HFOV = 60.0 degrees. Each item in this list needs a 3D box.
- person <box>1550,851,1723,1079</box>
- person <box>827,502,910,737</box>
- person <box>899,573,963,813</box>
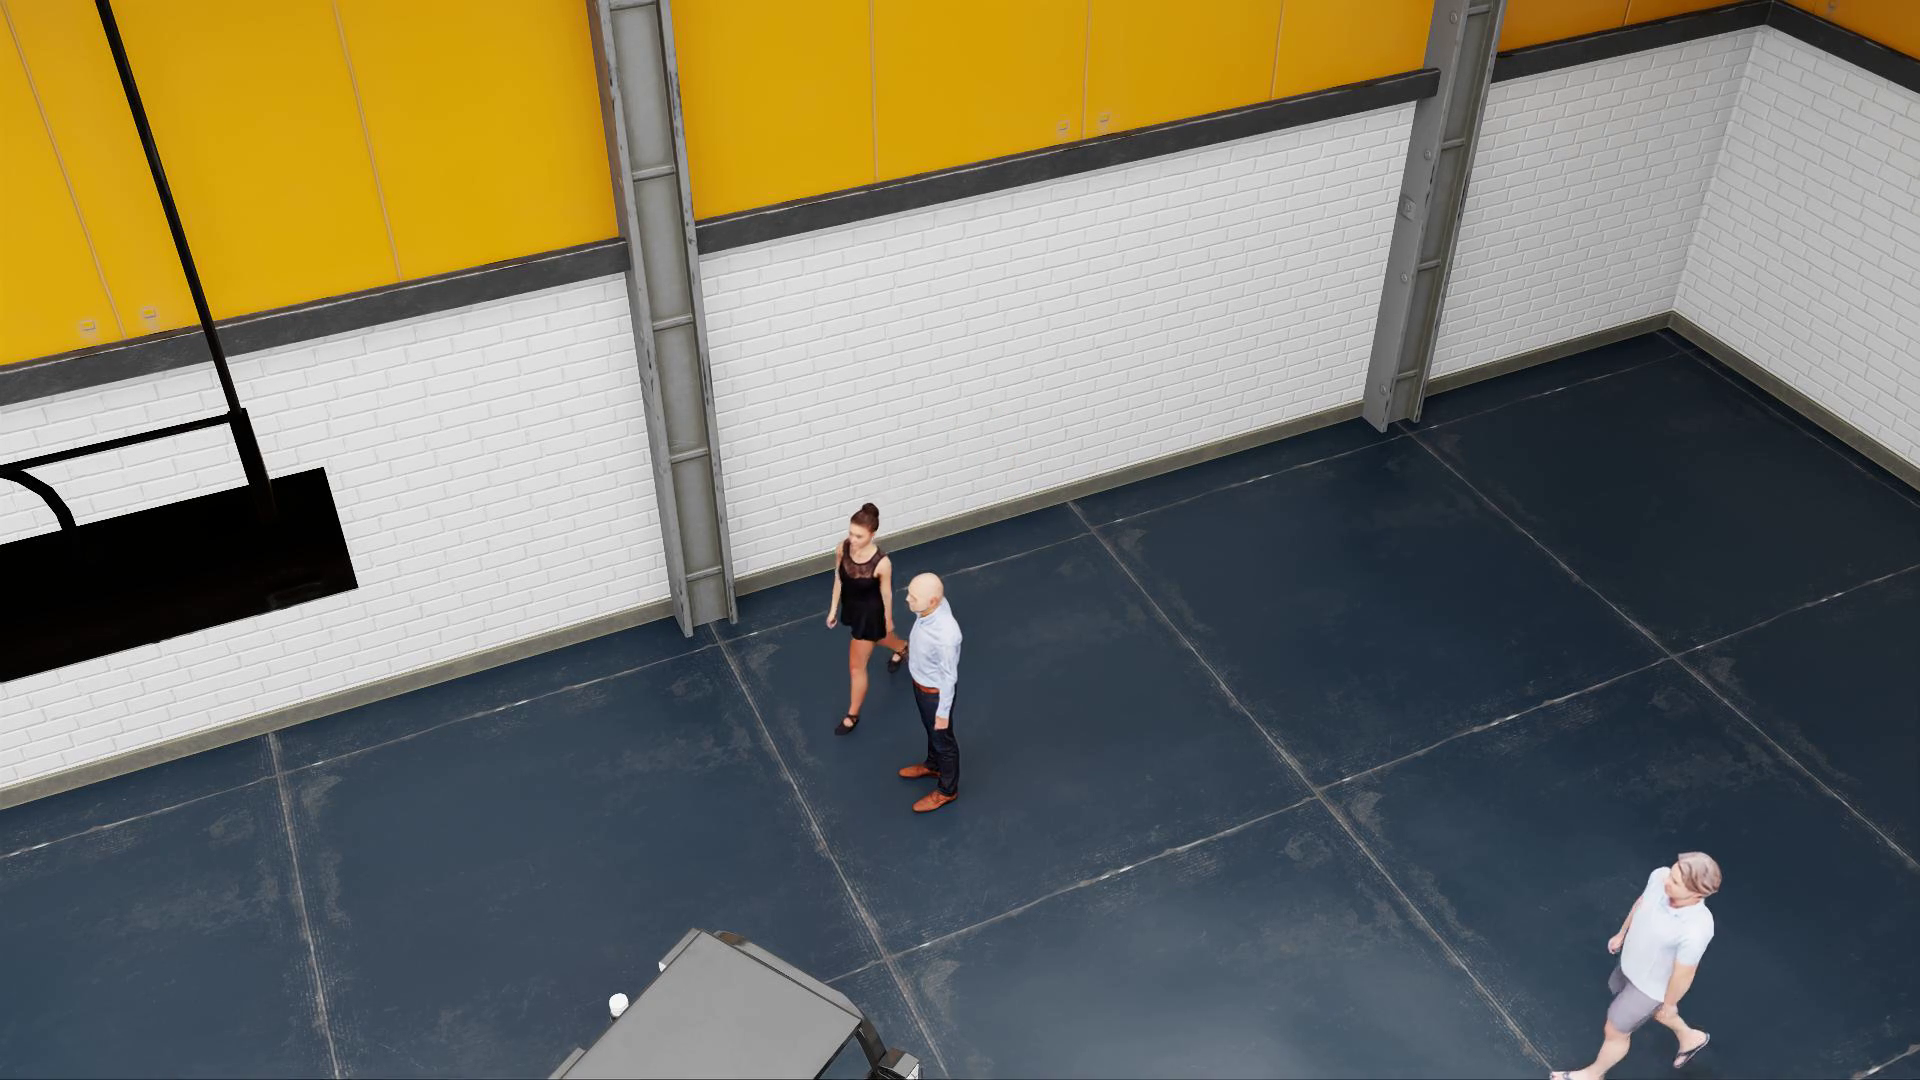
[{"bbox_3d":[3.605,2.202,8.456,1.159,1.808,0.950,0,39,0],"label":"person"},{"bbox_3d":[-0.574,0.425,10.819,0.888,1.637,1.176,28,46,30],"label":"person"},{"bbox_3d":[-0.162,0.905,10.094,0.591,1.790,0.673,-12,40,-14],"label":"person"}]
